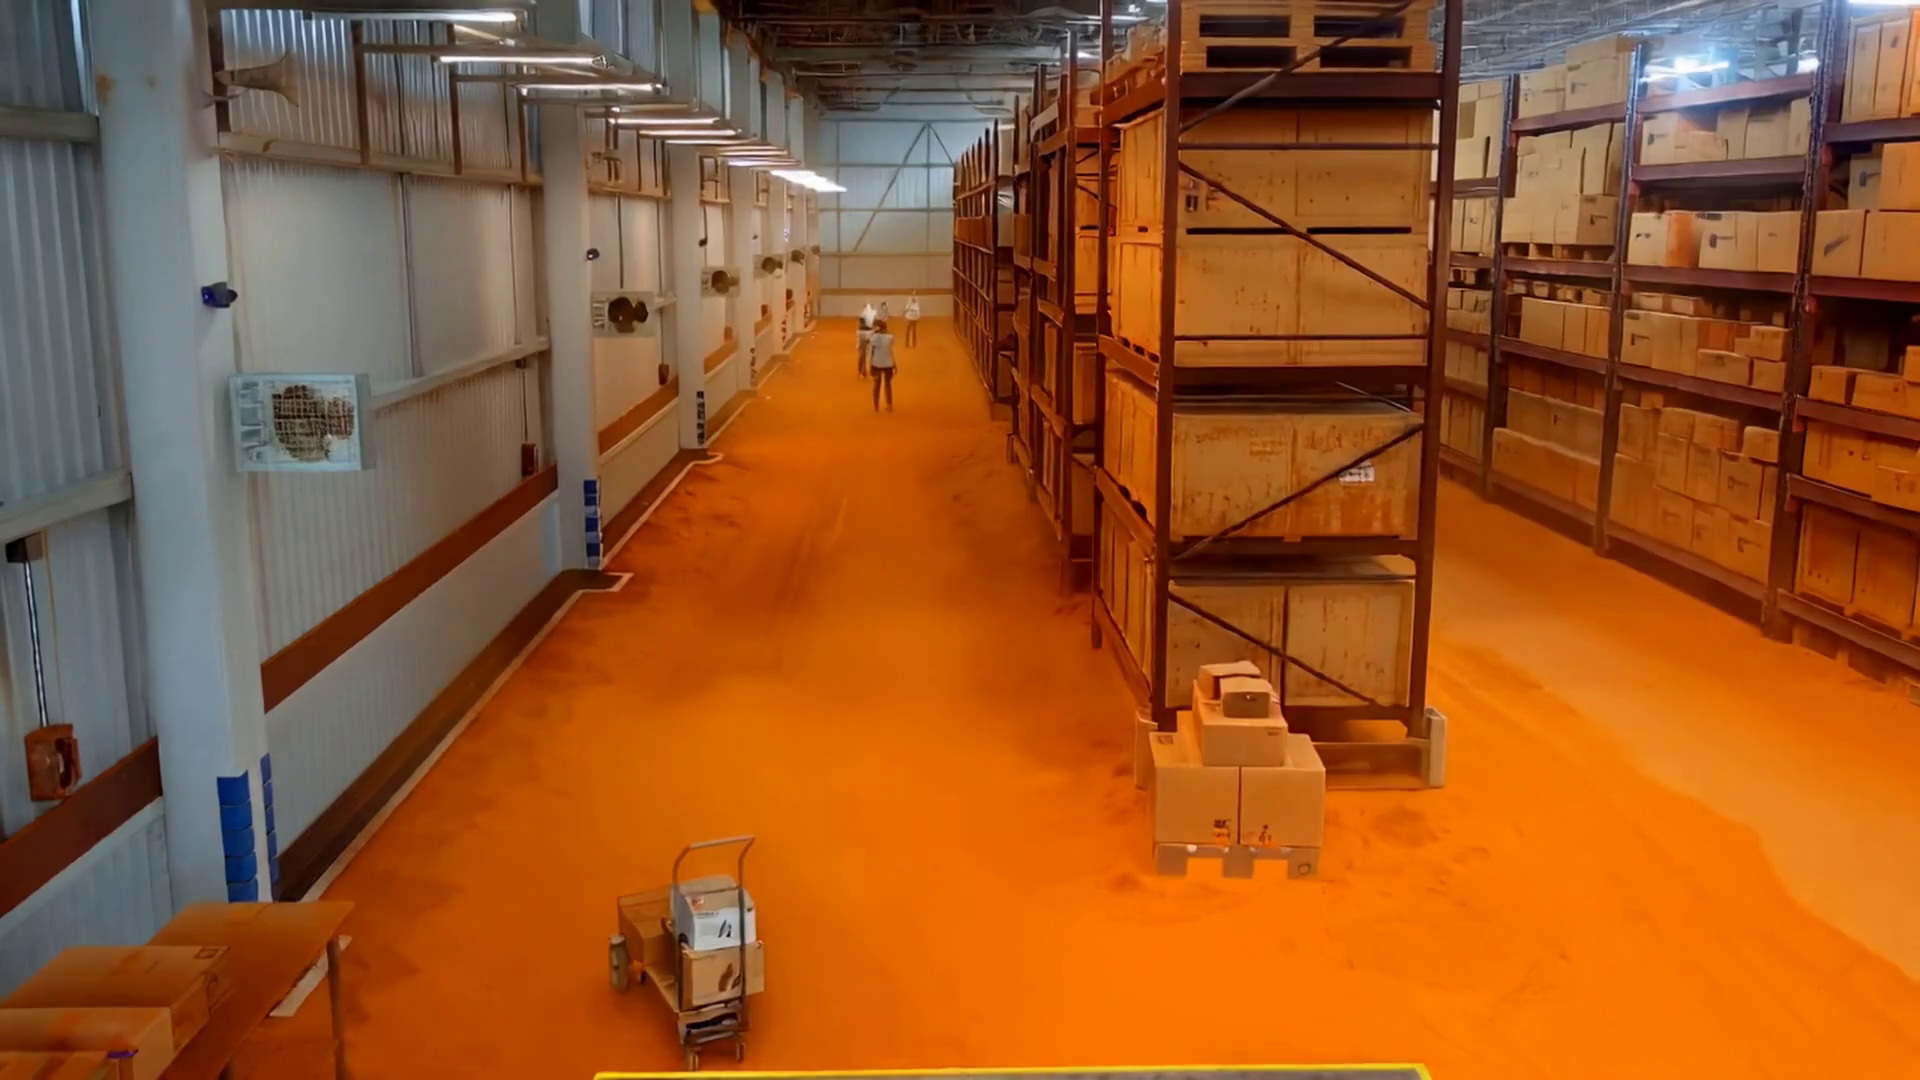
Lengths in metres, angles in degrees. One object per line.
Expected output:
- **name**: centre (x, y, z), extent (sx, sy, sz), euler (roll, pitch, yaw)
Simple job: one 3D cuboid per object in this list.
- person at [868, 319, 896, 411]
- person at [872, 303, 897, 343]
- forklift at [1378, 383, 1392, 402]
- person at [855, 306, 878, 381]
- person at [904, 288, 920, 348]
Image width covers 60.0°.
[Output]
- **person**: centre (-1.666, -3.755, 35.728), extent (0.618, 1.986, 0.410), euler (-3, 11, -16)
- **person**: centre (-2.057, -5.517, 45.220), extent (0.659, 1.852, 1.004), euler (-3, 11, -15)
- **forklift**: centre (5.387, -1.668, 22.527), extent (1.129, 2.768, 1.873), euler (0, 11, -2)
- **person**: centre (-2.382, -5.030, 42.565), extent (0.595, 1.909, 0.398), euler (-2, 11, -8)
- **person**: centre (-1.541, -7.163, 53.598), extent (0.542, 1.929, 0.369), euler (-6, 12, -28)
